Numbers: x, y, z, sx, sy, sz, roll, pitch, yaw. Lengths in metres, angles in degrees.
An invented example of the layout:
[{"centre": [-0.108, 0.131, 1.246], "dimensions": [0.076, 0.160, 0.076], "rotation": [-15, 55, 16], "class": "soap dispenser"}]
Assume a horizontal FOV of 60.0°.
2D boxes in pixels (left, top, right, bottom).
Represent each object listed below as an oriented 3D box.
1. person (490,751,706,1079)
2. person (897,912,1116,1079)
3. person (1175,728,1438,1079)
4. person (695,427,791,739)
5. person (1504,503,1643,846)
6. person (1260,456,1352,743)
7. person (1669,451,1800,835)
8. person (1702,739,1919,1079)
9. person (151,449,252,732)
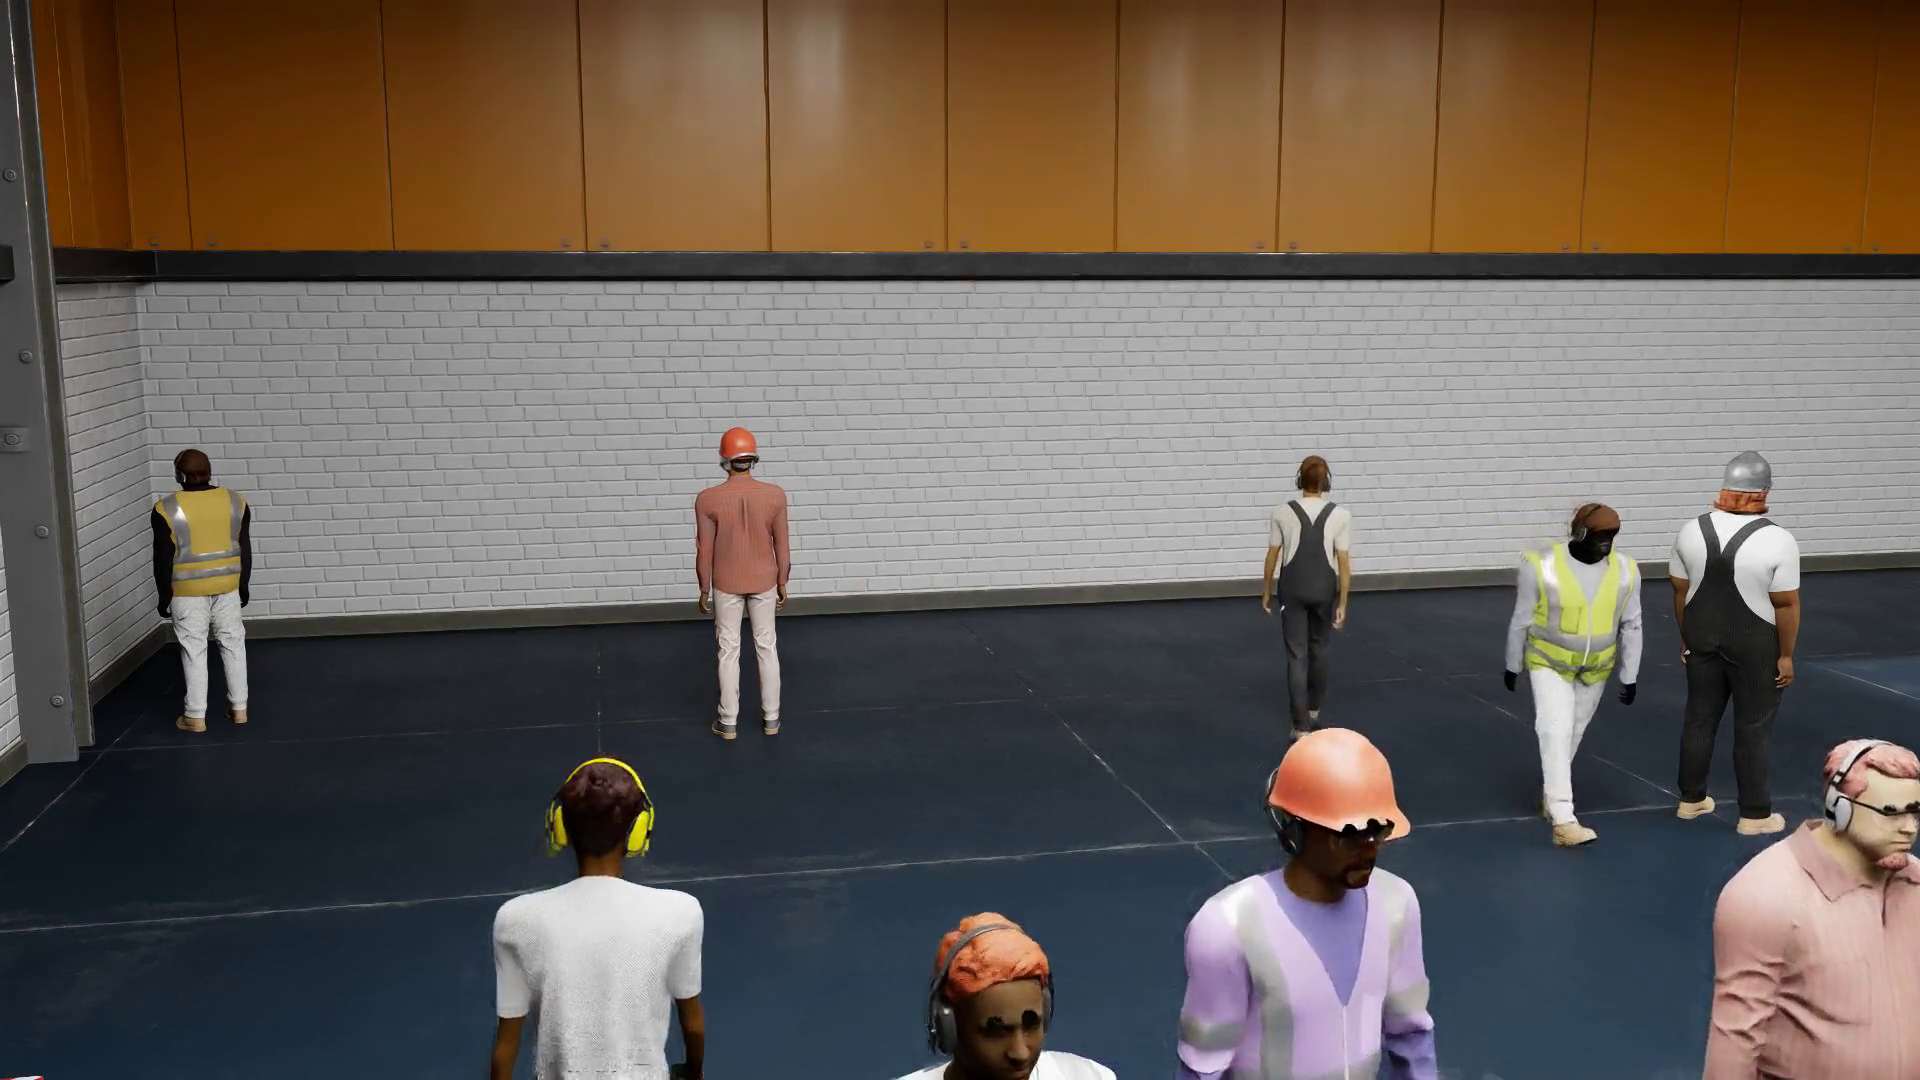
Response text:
[{"centre": [-0.872, 1.425, 4.114], "dimensions": [0.515, 1.837, 0.762], "rotation": [0, 9, -1], "class": "person"}, {"centre": [0.060, 1.590, 3.003], "dimensions": [0.603, 1.879, 0.431], "rotation": [-4, 10, -23], "class": "person"}, {"centre": [0.845, 1.413, 3.672], "dimensions": [0.637, 2.003, 0.941], "rotation": [-5, 11, -30], "class": "person"}, {"centre": [-1.384, 0.276, 10.627], "dimensions": [0.612, 1.997, 0.376], "rotation": [-3, 10, -20], "class": "person"}, {"centre": [3.230, 0.685, 8.752], "dimensions": [0.649, 1.785, 0.962], "rotation": [0, 9, -1], "class": "person"}, {"centre": [2.214, 0.354, 10.707], "dimensions": [0.542, 1.802, 0.907], "rotation": [1, 9, 6], "class": "person"}, {"centre": [4.180, 0.536, 8.910], "dimensions": [0.537, 2.000, 0.682], "rotation": [-7, 12, -36], "class": "person"}, {"centre": [2.133, 1.405, 4.050], "dimensions": [0.680, 1.891, 0.423], "rotation": [-4, 10, -22], "class": "person"}, {"centre": [-4.926, 0.322, 10.824], "dimensions": [0.429, 1.844, 0.627], "rotation": [9, 13, 42], "class": "person"}]
